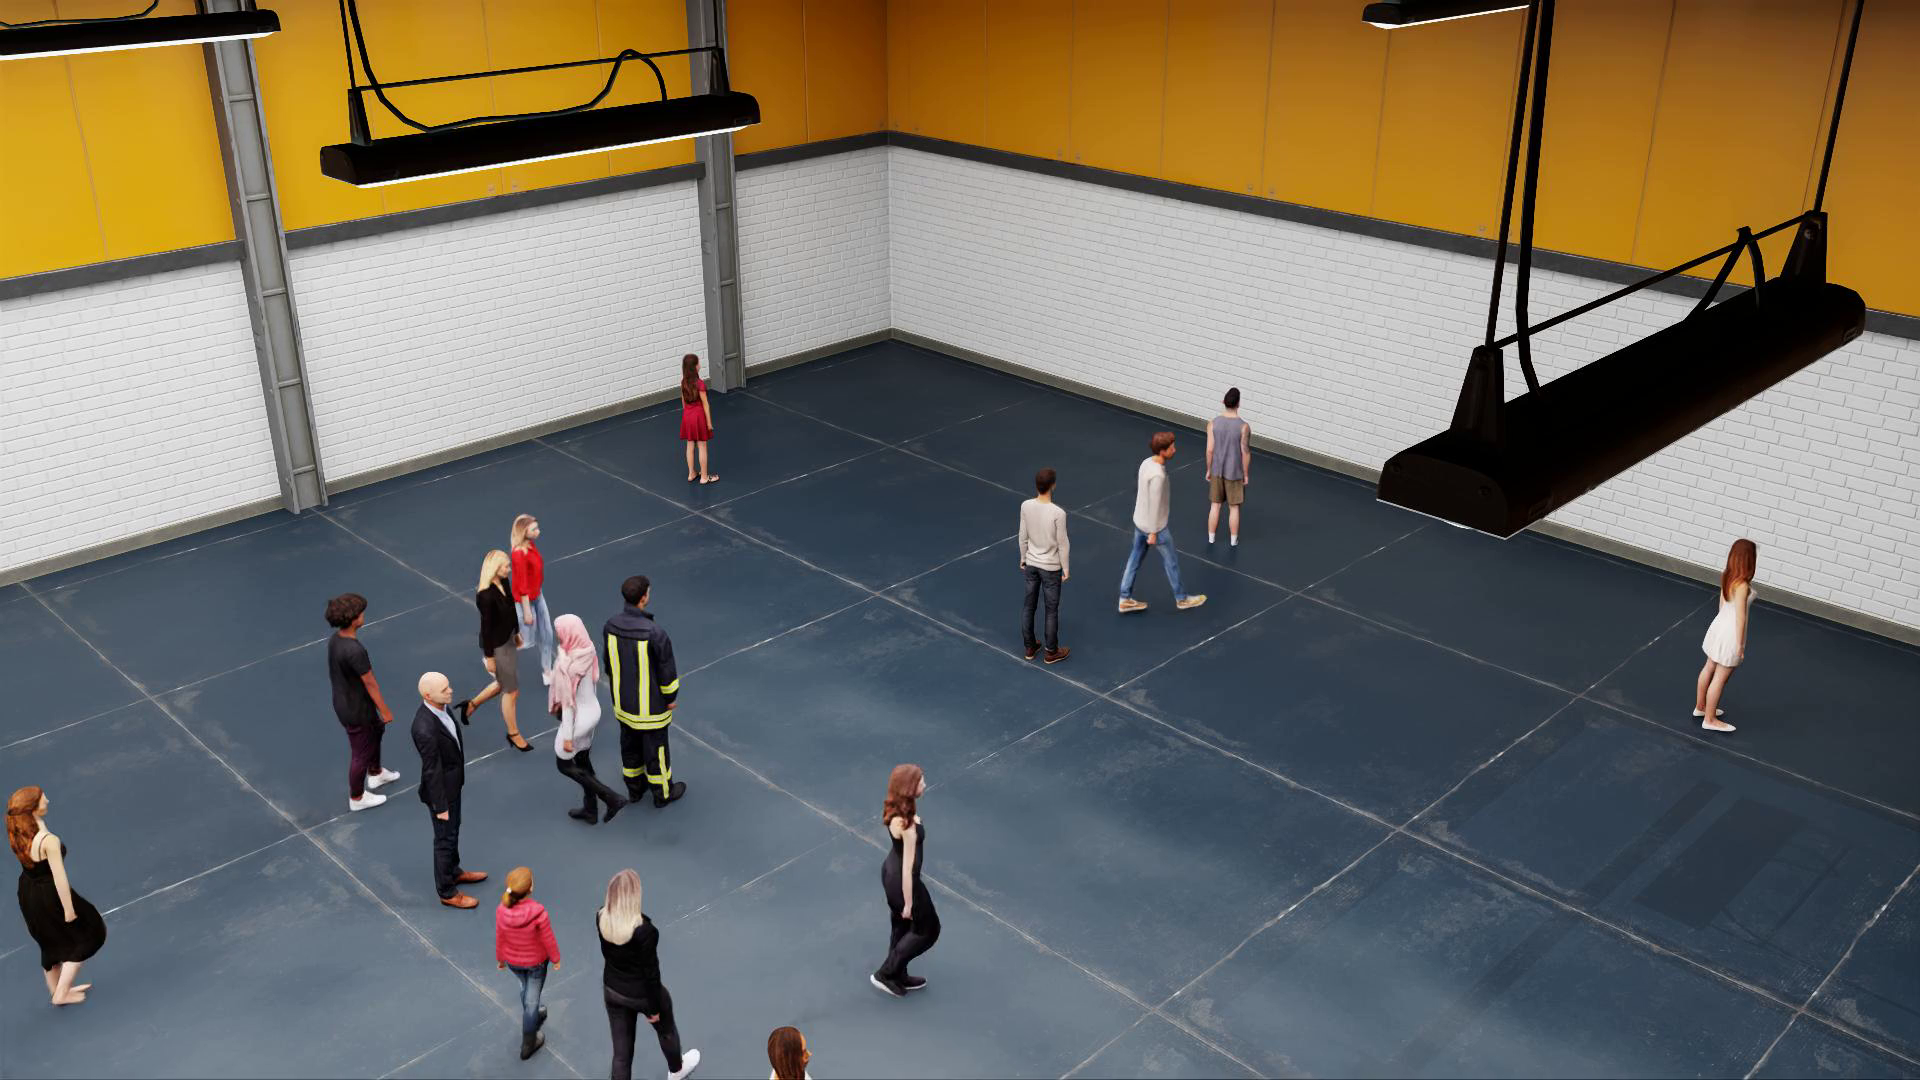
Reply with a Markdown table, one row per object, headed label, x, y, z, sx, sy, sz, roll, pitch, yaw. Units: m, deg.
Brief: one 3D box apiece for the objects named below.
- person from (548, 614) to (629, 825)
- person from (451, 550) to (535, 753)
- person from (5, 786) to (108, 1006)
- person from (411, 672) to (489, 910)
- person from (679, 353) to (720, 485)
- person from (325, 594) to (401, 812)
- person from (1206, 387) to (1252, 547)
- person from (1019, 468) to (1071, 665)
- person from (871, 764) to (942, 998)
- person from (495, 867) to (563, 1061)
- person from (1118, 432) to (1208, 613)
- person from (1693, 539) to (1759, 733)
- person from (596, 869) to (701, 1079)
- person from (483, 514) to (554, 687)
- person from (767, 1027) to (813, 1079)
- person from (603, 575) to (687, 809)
| label | x | y | z | sx | sy | sz | roll | pitch | yaw |
| --- | --- | --- | --- | --- | --- | --- | --- | --- | --- |
| person | -2.785 | 1.395 | 12.519 | 0.888 | 1.790 | 0.863 | 8 | 25 | 18 |
| person | -3.830 | 0.923 | 13.564 | 1.015 | 1.818 | 0.980 | 2 | 24 | 4 |
| person | -5.891 | 2.333 | 10.597 | 0.717 | 1.612 | 0.756 | 9 | 25 | 20 |
| person | -3.645 | 1.731 | 11.741 | 0.801 | 1.799 | 0.758 | -2 | 24 | -4 |
| person | -3.057 | -1.415 | 19.249 | 0.594 | 1.551 | 0.657 | 14 | 27 | 30 |
| person | -4.729 | 1.278 | 12.820 | 0.748 | 1.765 | 0.682 | -16 | 28 | -33 |
| person | 2.830 | -0.731 | 17.617 | 0.714 | 1.847 | 0.715 | 9 | 25 | 19 |
| person | 0.754 | 0.229 | 15.094 | 0.705 | 1.865 | 0.623 | 15 | 28 | 31 |
| person | -0.455 | 2.220 | 10.704 | 0.806 | 1.733 | 0.731 | -7 | 25 | -16 |
| person | -2.712 | 2.640 | 10.279 | 0.689 | 1.305 | 0.768 | 7 | 24 | 15 |
| person | 1.746 | -0.130 | 15.927 | 1.207 | 1.857 | 1.078 | -4 | 24 | -9 |
| person | 6.469 | 0.781 | 14.022 | 0.707 | 1.712 | 0.637 | 2 | 24 | 4 |
| person | -1.956 | 2.710 | 9.670 | 0.822 | 1.664 | 1.030 | 10 | 26 | 22 |
| person | -3.852 | 0.562 | 14.564 | 1.065 | 1.680 | 0.995 | -1 | 24 | -3 |
| person | -0.865 | 3.191 | 8.546 | 0.743 | 1.683 | 0.697 | -2 | 24 | -4 |
| person | -2.469 | 1.168 | 12.868 | 0.864 | 1.927 | 0.810 | 11 | 26 | 23 |
